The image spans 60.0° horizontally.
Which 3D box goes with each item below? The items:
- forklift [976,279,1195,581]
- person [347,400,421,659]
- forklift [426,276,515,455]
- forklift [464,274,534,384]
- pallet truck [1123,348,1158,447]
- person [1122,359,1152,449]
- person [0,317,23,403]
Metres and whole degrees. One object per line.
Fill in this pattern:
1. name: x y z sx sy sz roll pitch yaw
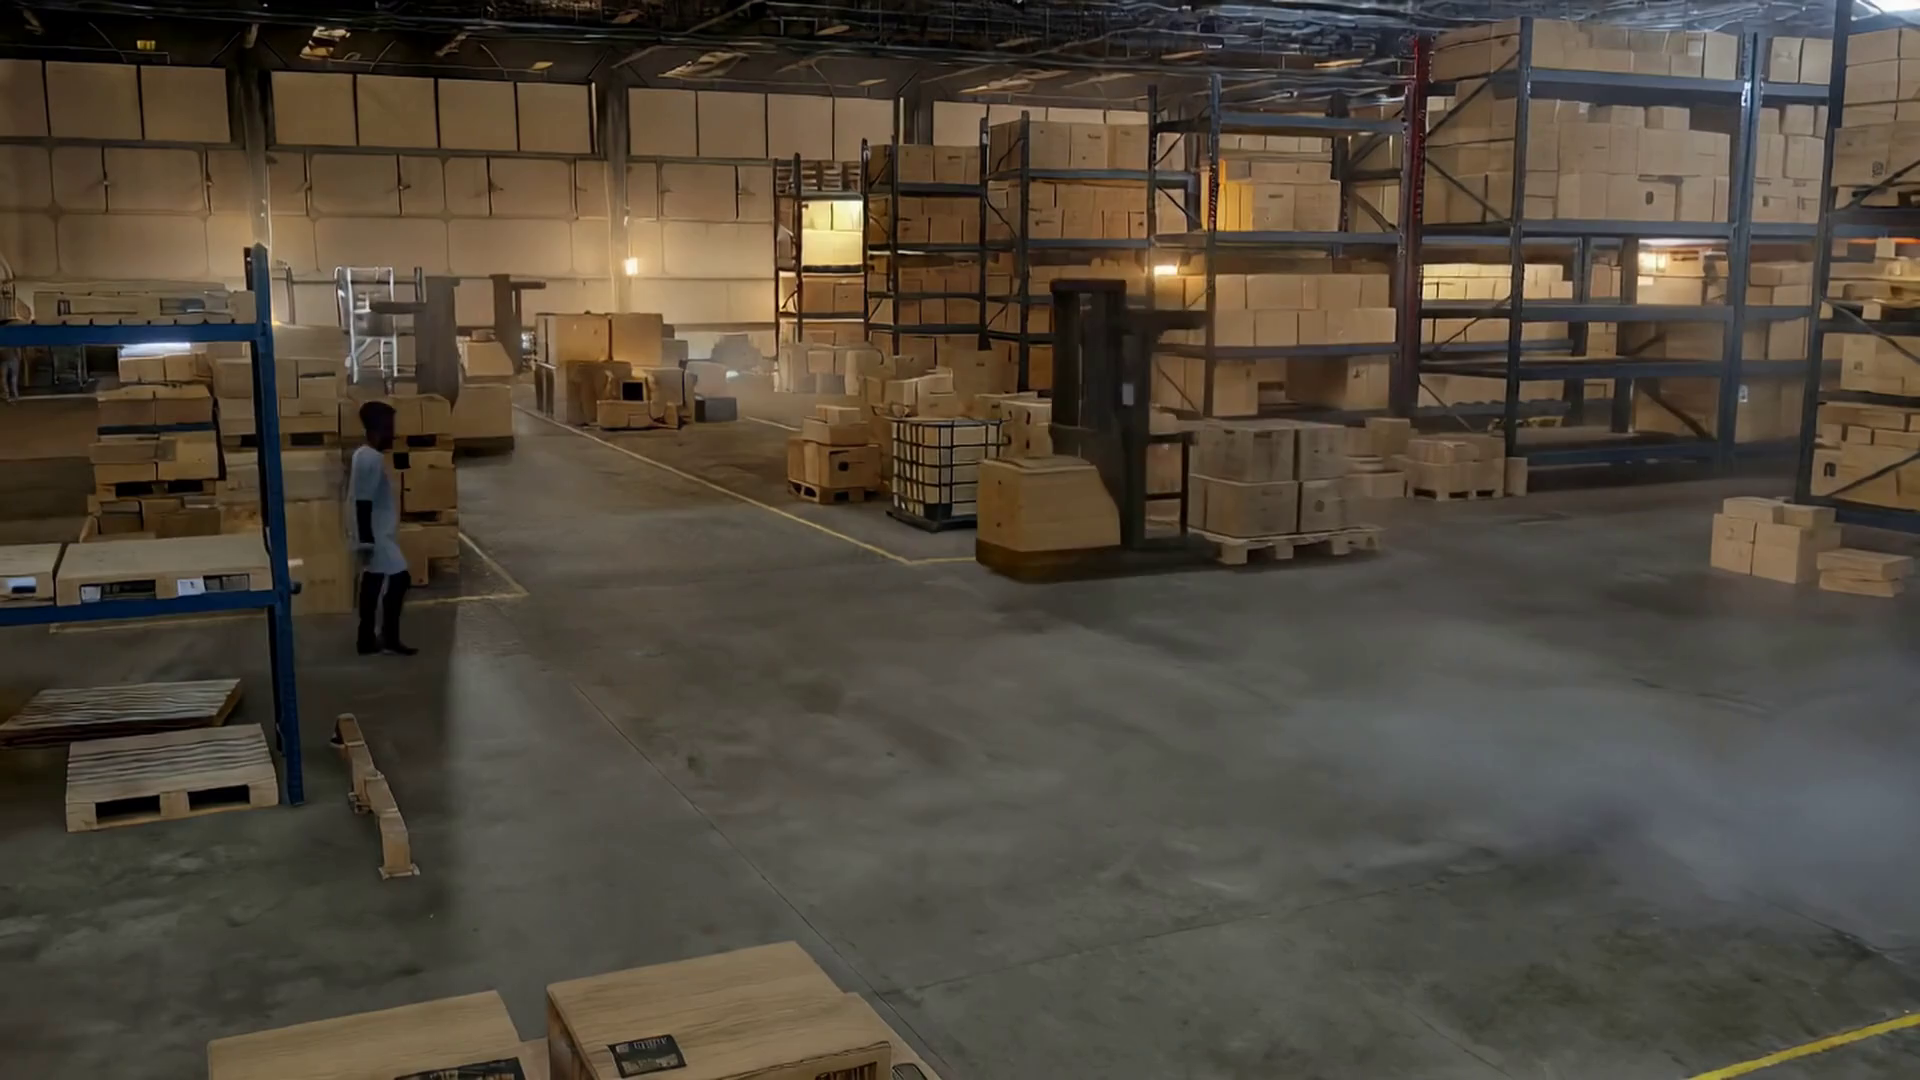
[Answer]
1. forklift: 1.188 -1.107 15.956 1.873 2.768 1.129 -4 10 -25
2. person: -4.247 -0.067 12.371 0.614 1.945 0.643 -2 9 -14
3. forklift: -8.069 -2.737 26.069 1.873 2.768 1.129 -4 10 -25
4. forklift: -11.614 -5.349 42.274 1.873 2.768 1.129 -4 10 -25
5. pallet truck: 2.881 -2.596 27.923 0.823 1.965 1.885 -1 9 -7
6. person: 2.110 -1.334 20.687 0.504 1.823 0.956 -3 10 -18
7. person: -21.234 -4.005 37.018 0.643 1.891 1.044 -6 11 -31
